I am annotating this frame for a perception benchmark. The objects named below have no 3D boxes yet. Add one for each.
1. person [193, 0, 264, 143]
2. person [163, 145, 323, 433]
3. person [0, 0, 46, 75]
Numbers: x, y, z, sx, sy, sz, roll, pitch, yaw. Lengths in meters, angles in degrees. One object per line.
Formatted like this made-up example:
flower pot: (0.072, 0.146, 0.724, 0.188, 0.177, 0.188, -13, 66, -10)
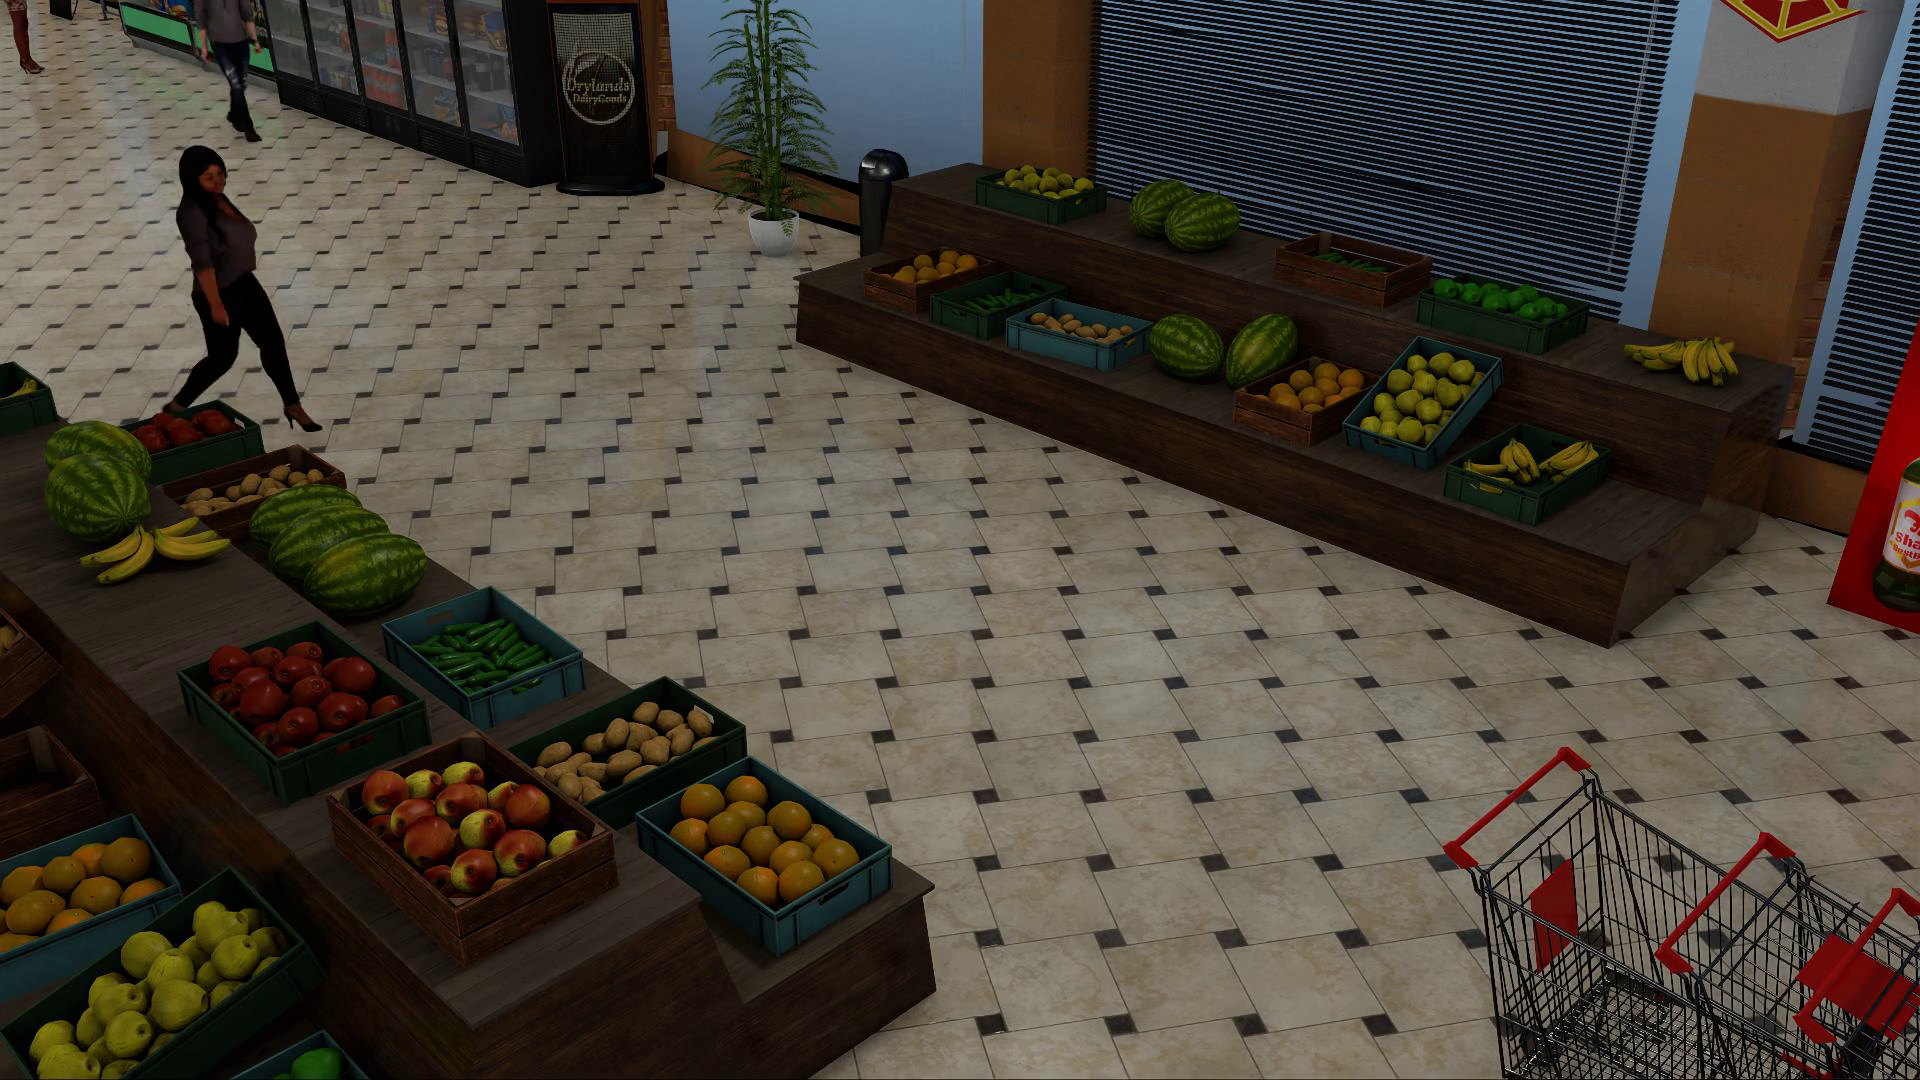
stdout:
person: (-7.361, -4.983, 16.701, 0.713, 1.870, 1.171, -23, 35, -37)
person: (-4.364, -1.367, 9.663, 1.191, 1.787, 1.145, -1, 27, -3)
person: (-11.214, -6.462, 19.701, 0.738, 1.795, 0.648, -6, 27, -11)
